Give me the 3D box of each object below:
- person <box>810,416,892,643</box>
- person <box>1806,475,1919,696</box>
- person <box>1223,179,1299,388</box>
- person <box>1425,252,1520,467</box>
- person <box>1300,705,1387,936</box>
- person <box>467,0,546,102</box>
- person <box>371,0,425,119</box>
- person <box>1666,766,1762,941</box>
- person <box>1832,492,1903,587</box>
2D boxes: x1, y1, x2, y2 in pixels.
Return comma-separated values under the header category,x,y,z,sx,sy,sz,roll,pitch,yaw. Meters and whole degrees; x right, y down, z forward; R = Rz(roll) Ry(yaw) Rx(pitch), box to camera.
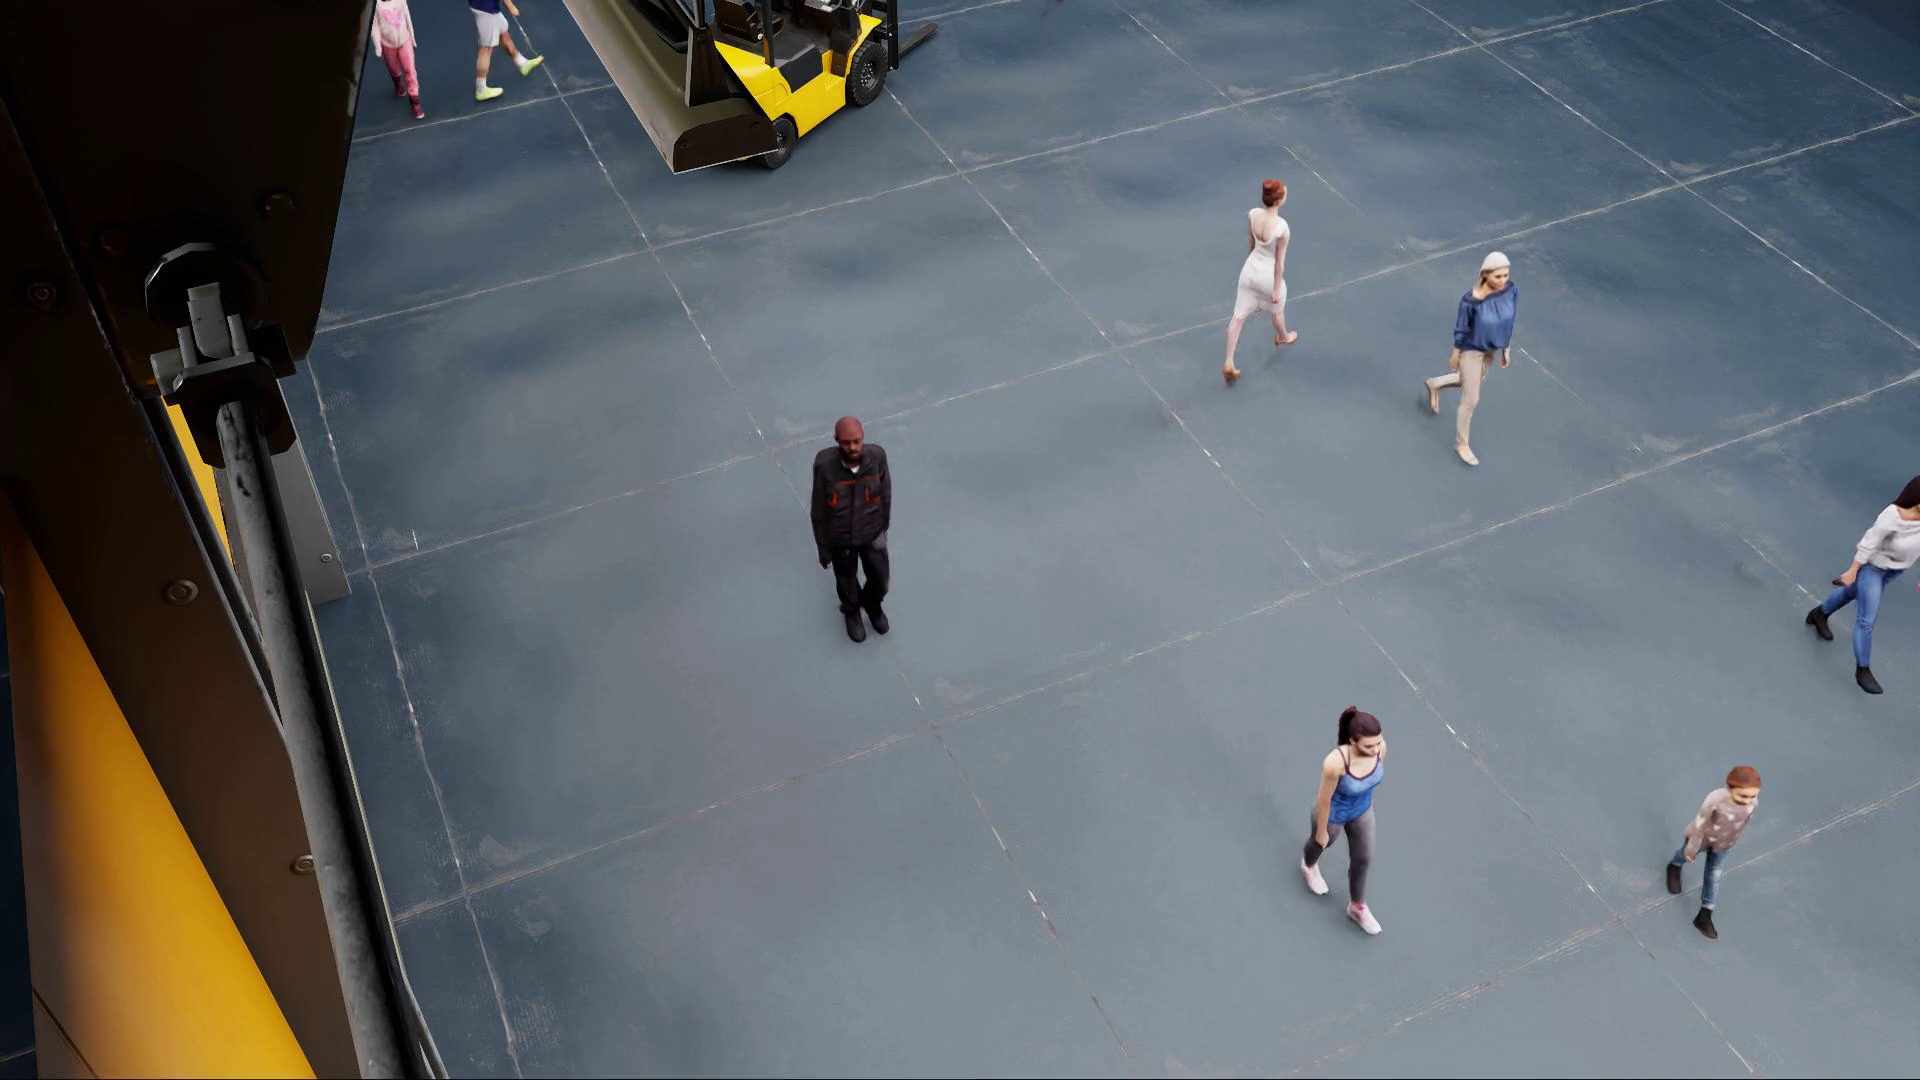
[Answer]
category,x,y,z,sx,sy,sz,roll,pitch,yaw
person,-0.712,-0.125,10.738,0.758,1.812,0.733,-10,44,-10
person,5.818,0.139,10.624,0.718,1.586,1.052,-12,45,-12
person,2.214,-1.929,12.674,0.831,1.754,1.049,-30,51,-27
person,3.749,-1.424,12.203,0.627,1.671,1.043,-19,47,-19
person,2.092,1.452,9.244,0.597,1.590,0.857,-16,46,-17
person,-4.626,-5.080,15.951,0.861,1.795,1.074,-26,49,-25
person,-5.434,-4.817,15.944,0.541,1.424,0.935,-17,46,-17
person,4.213,1.628,9.366,0.729,1.167,0.869,5,44,5
person,6.520,-0.261,10.956,0.960,1.708,1.137,-2,44,-2
